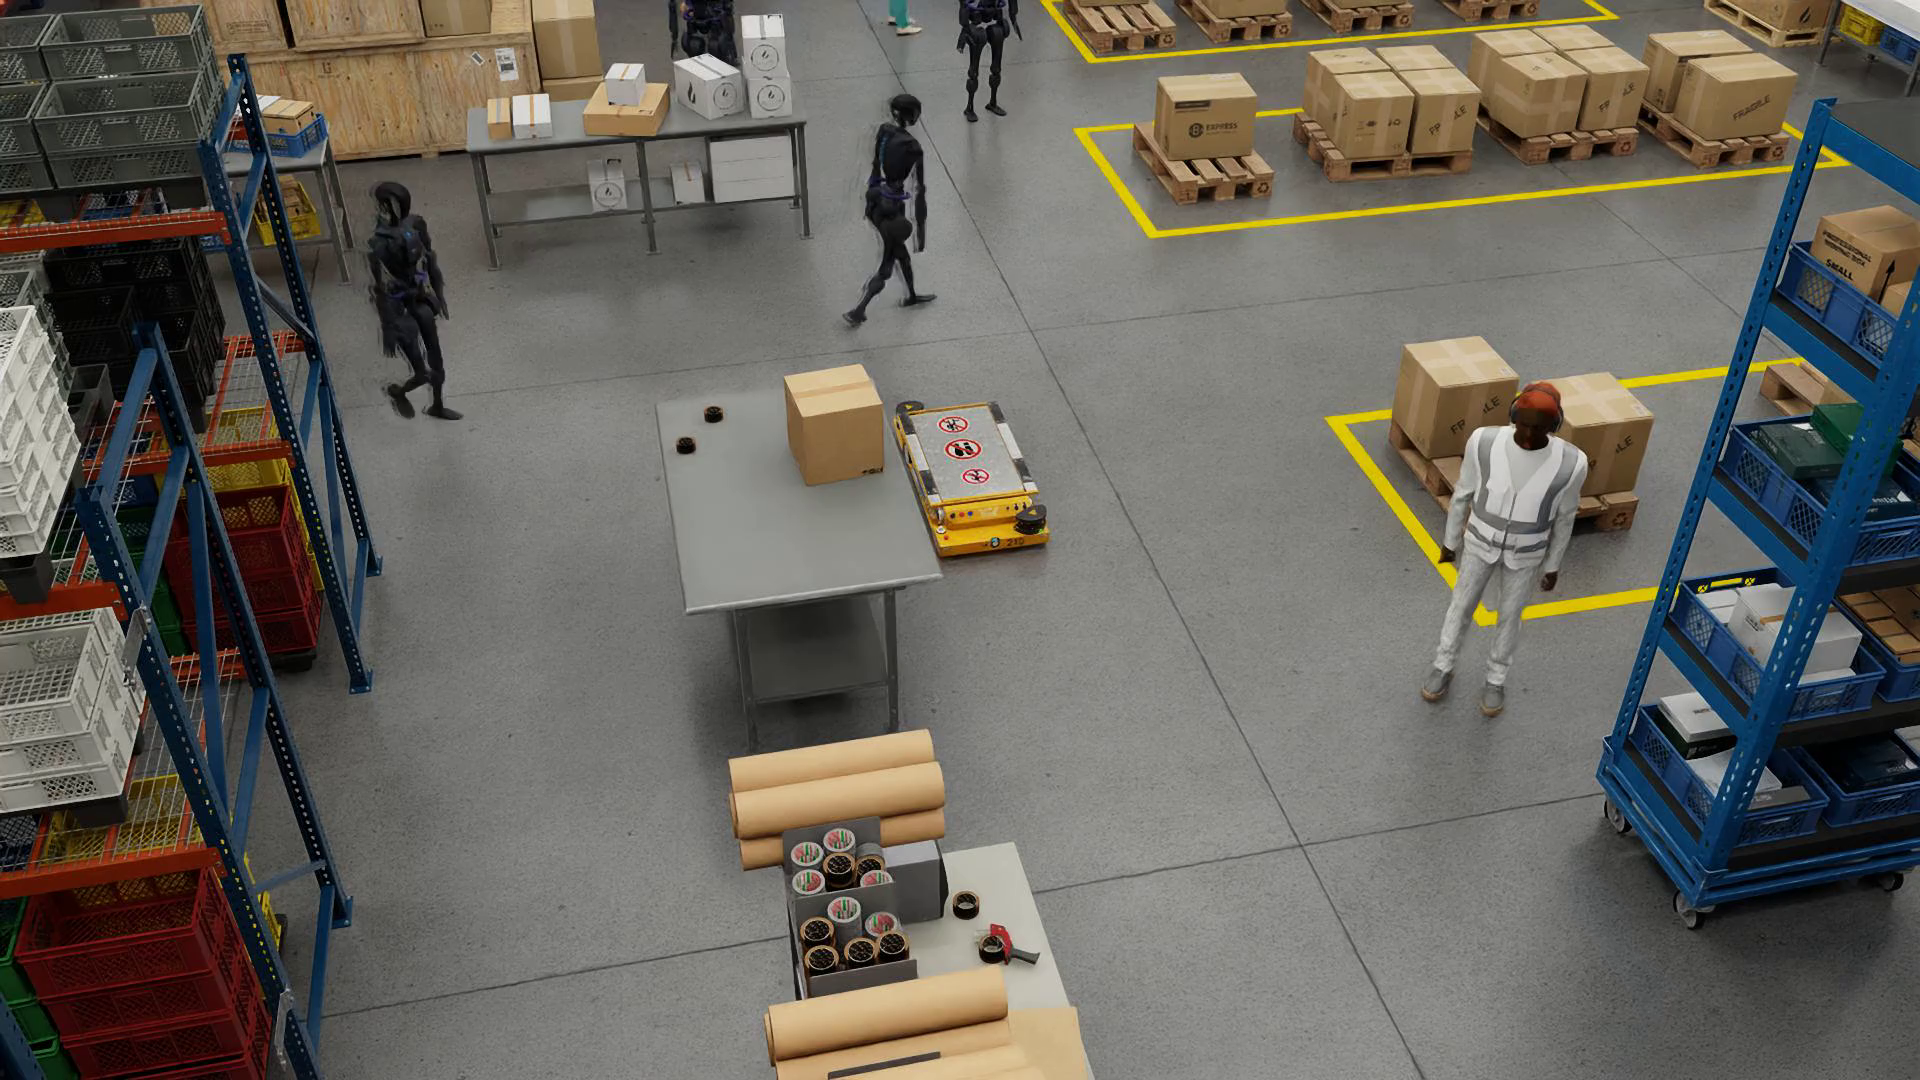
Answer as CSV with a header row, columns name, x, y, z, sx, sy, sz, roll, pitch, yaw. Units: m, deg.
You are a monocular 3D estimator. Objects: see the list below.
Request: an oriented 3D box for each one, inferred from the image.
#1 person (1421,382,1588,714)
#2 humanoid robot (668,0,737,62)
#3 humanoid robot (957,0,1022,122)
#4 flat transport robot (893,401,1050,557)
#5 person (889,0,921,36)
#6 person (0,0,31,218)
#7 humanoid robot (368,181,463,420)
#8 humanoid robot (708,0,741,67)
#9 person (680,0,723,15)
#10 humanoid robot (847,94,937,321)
name,x,y,z,sx,sy,sz,roll,pitch,yaw
person,2.657,0.043,8.143,0.582,1.880,0.337,15,39,19
humanoid robot,-2.183,-4.278,14.116,0.563,1.654,0.356,5,37,7
humanoid robot,0.242,-4.458,14.354,0.610,1.656,0.315,-18,40,-23
flat transport robot,0.046,-0.430,10.108,0.652,0.197,1.431,-8,37,-10
person,-0.578,-5.747,16.029,0.399,1.748,0.534,-10,38,-13
person,-6.992,-3.116,12.297,0.611,1.995,0.389,21,42,26
humanoid robot,-3.432,-1.446,10.319,0.375,1.651,0.612,15,39,19
humanoid robot,-2.156,-5.149,15.292,0.445,1.650,0.596,24,43,29
person,-2.644,-6.267,16.493,0.675,2.000,0.537,-20,41,-25
humanoid robot,-0.503,-2.273,11.467,0.727,1.618,0.590,-19,41,-23
